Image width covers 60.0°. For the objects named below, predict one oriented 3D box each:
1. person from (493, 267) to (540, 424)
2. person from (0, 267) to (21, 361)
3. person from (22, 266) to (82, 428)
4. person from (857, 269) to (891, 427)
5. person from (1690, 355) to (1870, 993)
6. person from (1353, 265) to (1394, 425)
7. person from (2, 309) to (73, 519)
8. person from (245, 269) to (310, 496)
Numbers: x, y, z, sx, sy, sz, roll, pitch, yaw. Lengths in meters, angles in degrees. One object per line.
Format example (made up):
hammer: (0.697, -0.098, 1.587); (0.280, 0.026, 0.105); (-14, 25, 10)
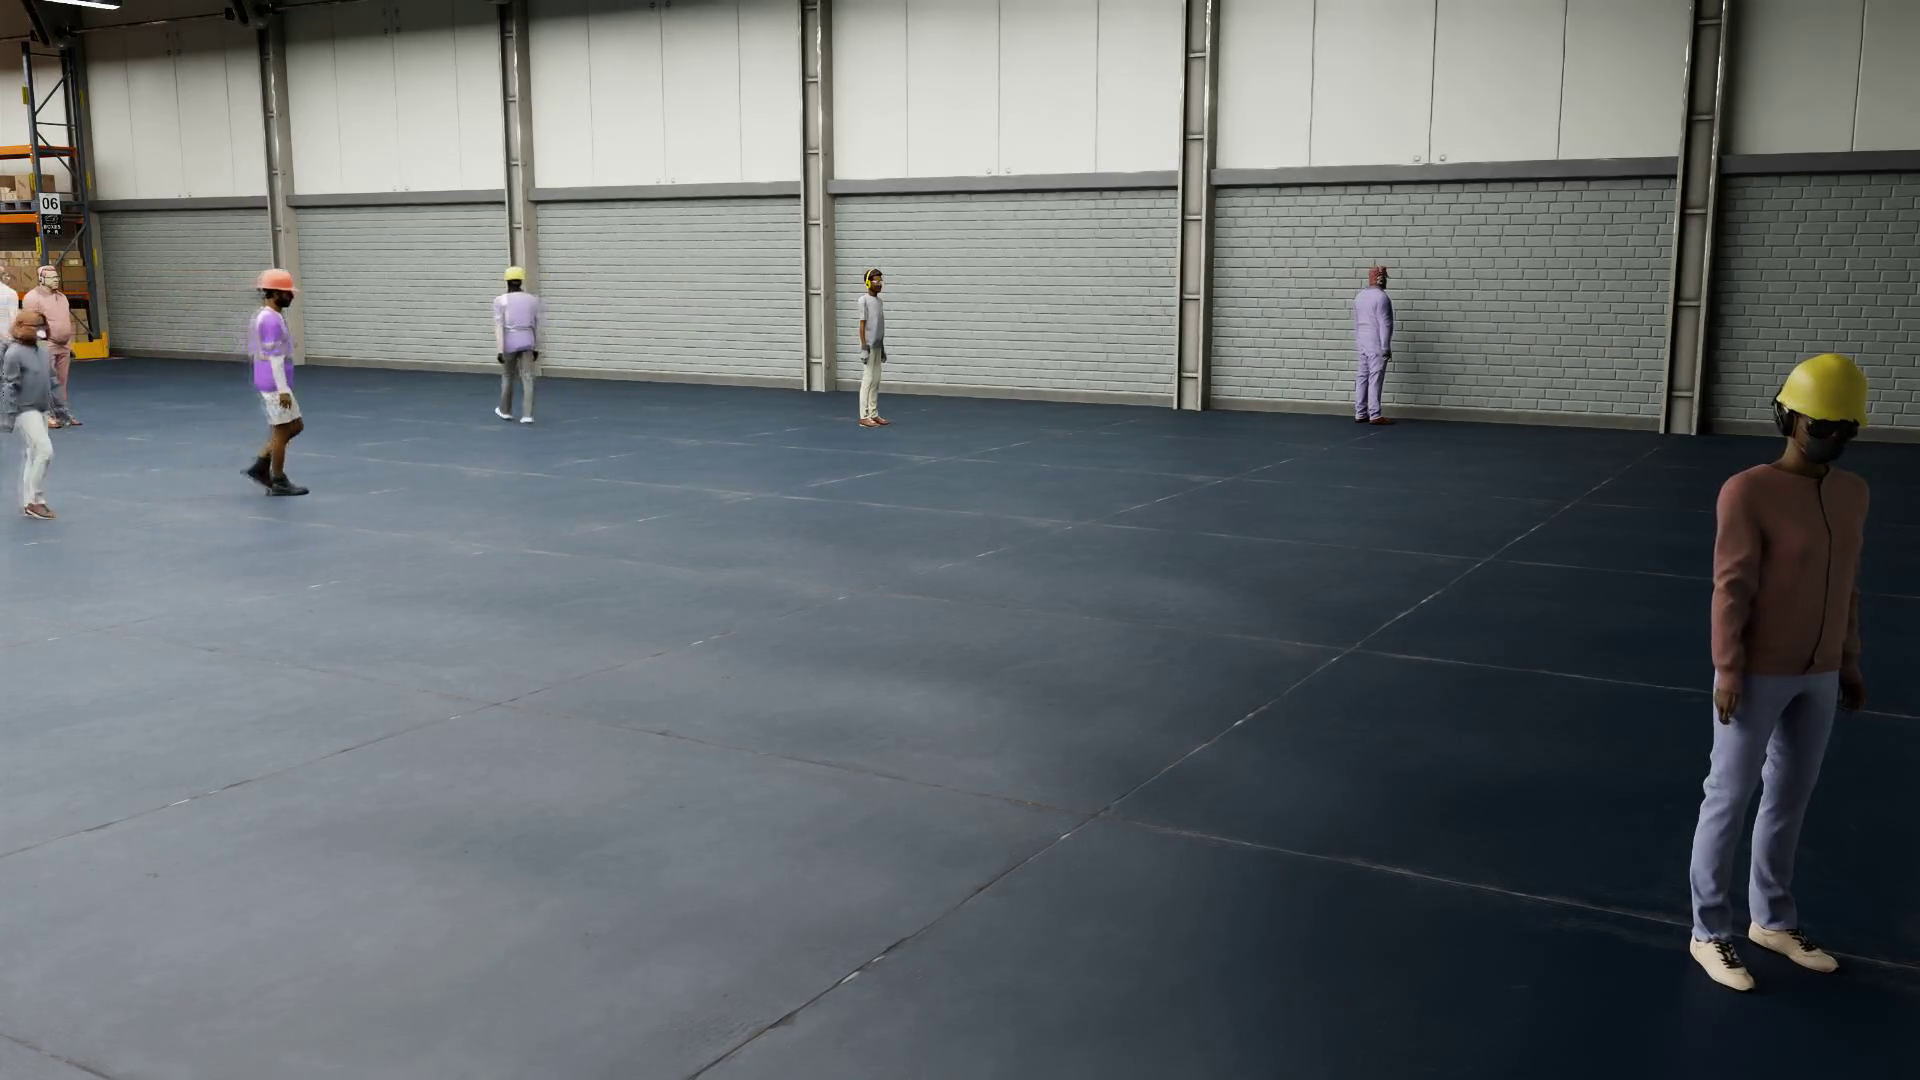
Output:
person: (-5.417, -2.368, 20.254); (0.608, 1.875, 0.965); (-7, 12, -34)
person: (-14.000, -3.044, 24.255); (0.651, 1.879, 0.892); (2, 10, 13)
person: (-10.719, -2.279, 19.674); (0.402, 1.911, 0.639); (2, 10, 11)
person: (-1.024, -2.284, 19.809); (0.317, 1.870, 0.531); (4, 11, 24)
person: (2.305, 0.367, 4.617); (0.523, 1.760, 0.327); (-4, 10, -21)
person: (5.009, -2.341, 20.036); (0.406, 1.910, 0.636); (-3, 10, -18)
person: (-7.089, -0.963, 12.815); (0.496, 1.615, 0.514); (0, 10, 0)
person: (-5.740, -1.312, 13.993); (0.451, 1.920, 0.551); (-3, 10, -19)
